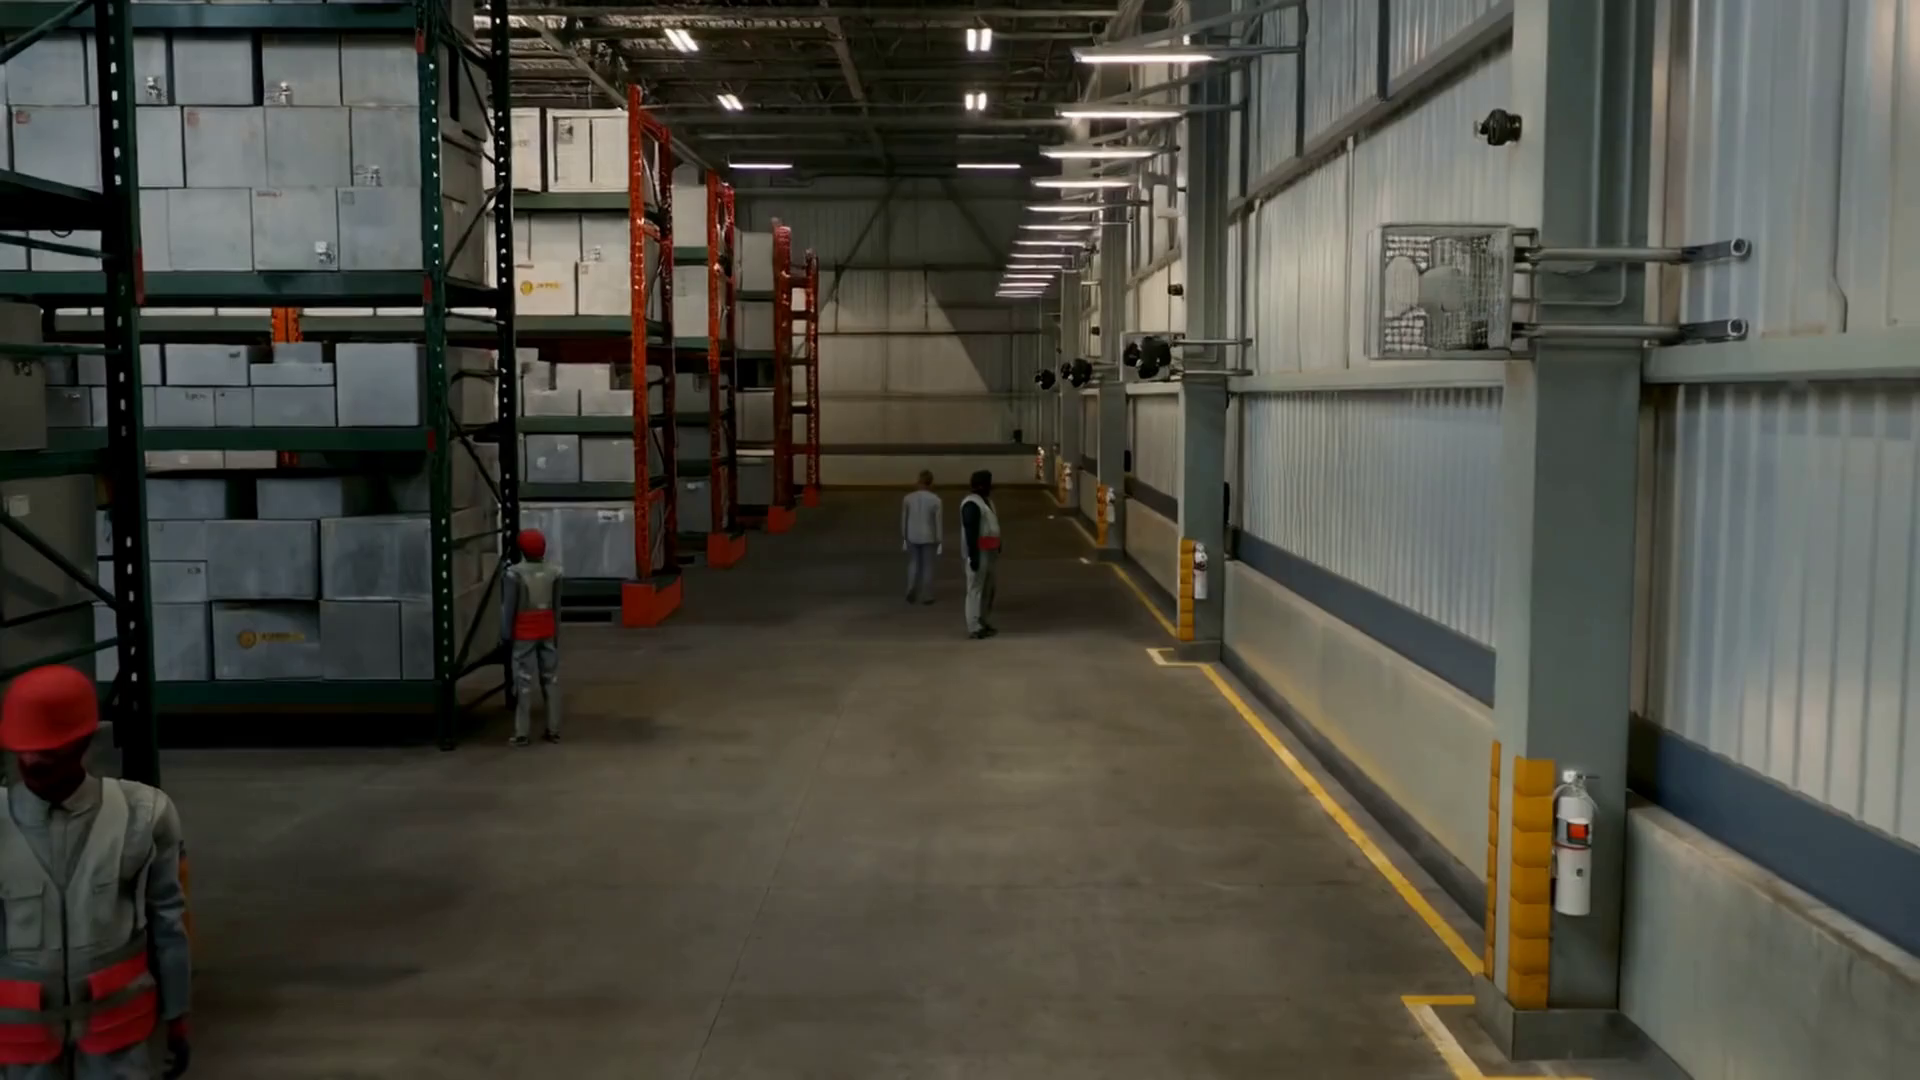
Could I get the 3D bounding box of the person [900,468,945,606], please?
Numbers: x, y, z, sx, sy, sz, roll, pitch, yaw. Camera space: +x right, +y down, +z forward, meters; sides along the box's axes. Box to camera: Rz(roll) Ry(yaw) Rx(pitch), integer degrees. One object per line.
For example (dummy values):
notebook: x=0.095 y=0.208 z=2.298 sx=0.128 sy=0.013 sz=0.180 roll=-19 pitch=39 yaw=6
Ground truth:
person: x=-0.457 y=-0.035 z=20.878 sx=0.591 sy=1.733 sz=0.380 roll=2 pitch=5 yaw=22

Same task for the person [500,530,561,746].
person: x=-3.223 y=0.736 z=12.544 sx=0.315 sy=1.632 sz=0.518 roll=5 pitch=7 yaw=43

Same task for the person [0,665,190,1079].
person: x=-2.342 y=1.283 z=4.352 sx=0.612 sy=1.943 sz=0.404 roll=-3 pitch=6 yaw=-31

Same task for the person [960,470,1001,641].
person: x=0.230 y=0.164 z=17.985 sx=0.429 sy=1.843 sz=0.633 roll=1 pitch=5 yaw=15
